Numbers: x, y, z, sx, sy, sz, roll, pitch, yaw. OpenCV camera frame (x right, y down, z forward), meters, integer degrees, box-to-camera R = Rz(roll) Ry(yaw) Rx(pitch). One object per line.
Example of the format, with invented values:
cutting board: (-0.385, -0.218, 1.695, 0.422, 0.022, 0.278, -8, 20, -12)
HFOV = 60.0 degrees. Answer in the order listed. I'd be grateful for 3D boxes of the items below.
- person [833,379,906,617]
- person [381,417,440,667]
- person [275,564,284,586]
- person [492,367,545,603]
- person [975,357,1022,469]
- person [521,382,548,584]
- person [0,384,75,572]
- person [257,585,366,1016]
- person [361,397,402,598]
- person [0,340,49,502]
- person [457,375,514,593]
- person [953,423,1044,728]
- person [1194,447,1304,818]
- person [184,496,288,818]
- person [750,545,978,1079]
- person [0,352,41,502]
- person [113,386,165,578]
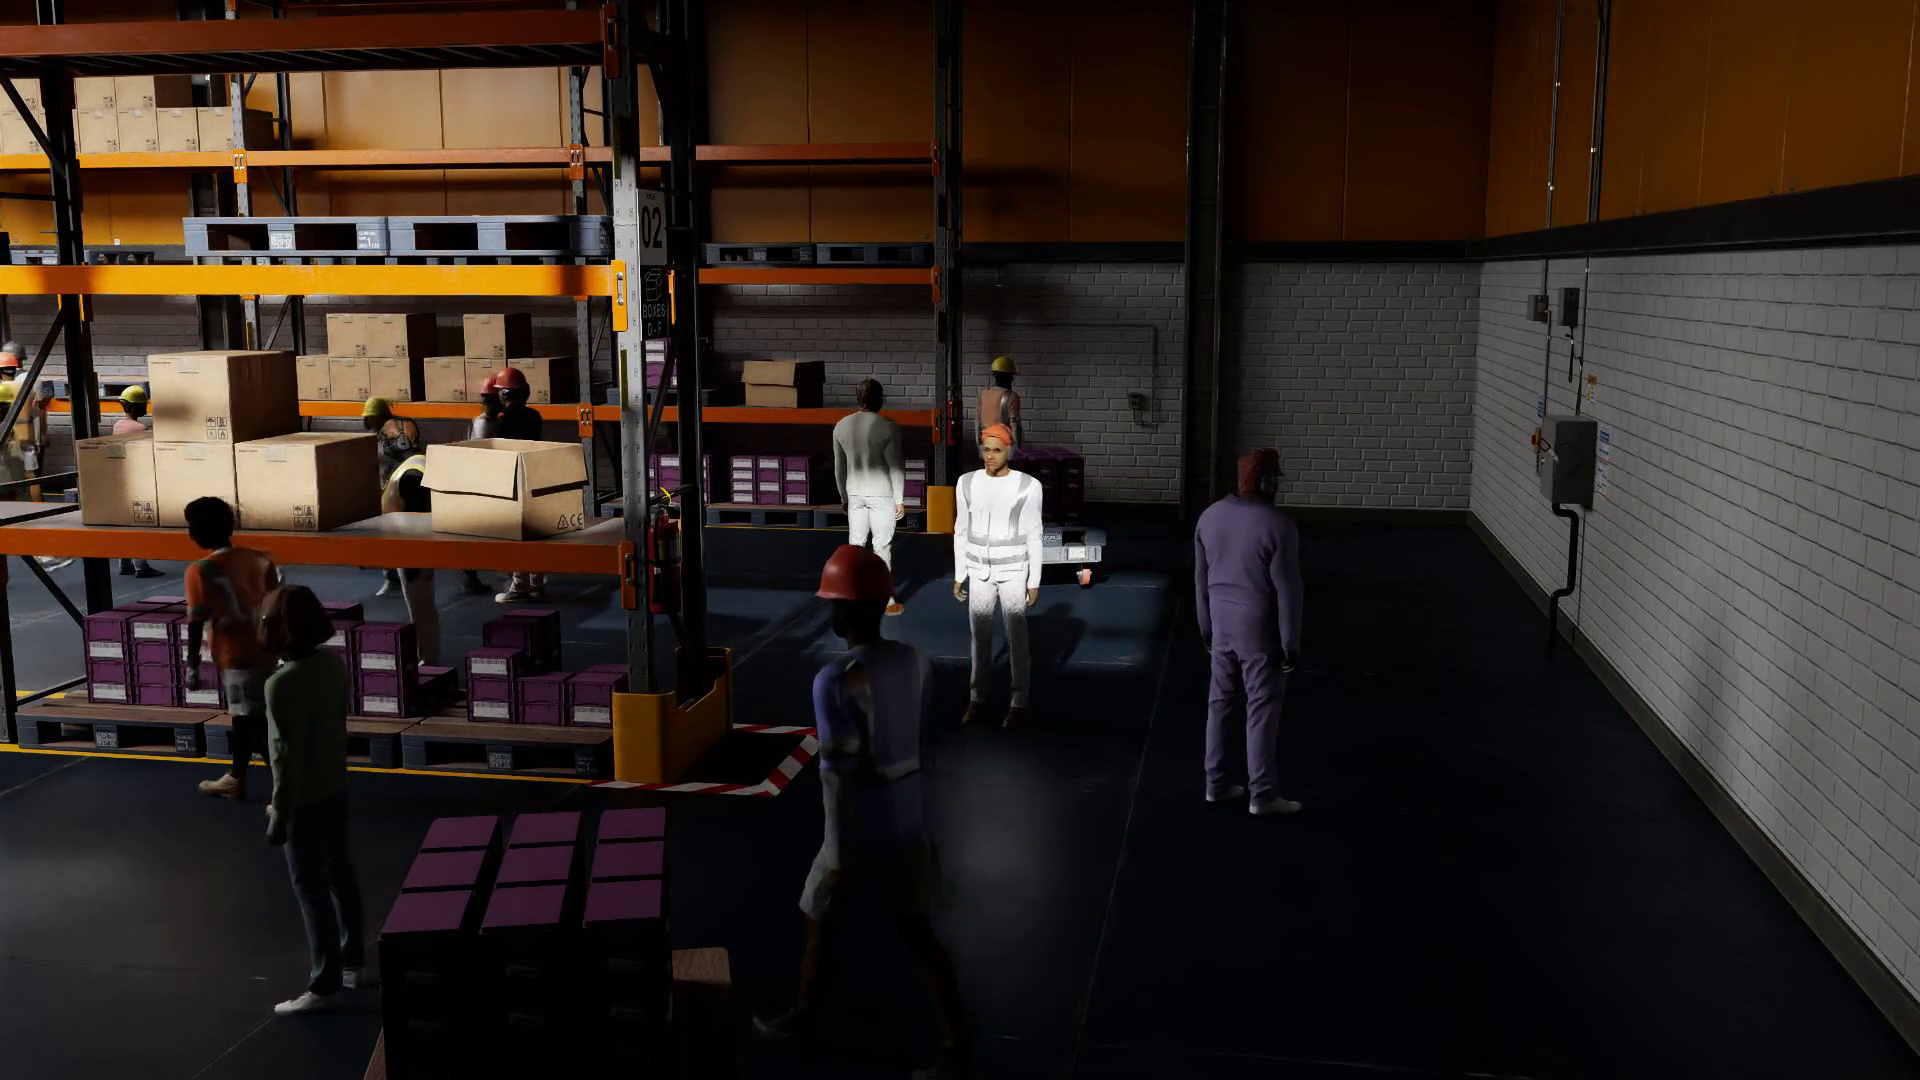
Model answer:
person: (-0.722, -0.339, 13.503, 0.631, 1.940, 0.372, 4, 10, 25)
person: (-3.687, 0.092, 11.164, 0.429, 1.835, 0.626, -4, 10, -22)
person: (-5.273, -0.097, 12.339, 0.605, 1.829, 0.404, -7, 12, -37)
person: (-3.755, -0.463, 14.094, 0.379, 1.996, 0.611, 3, 10, 16)
person: (0.420, -0.937, 17.266, 0.587, 1.922, 0.383, 9, 13, 43)
person: (-3.887, -0.515, 14.828, 0.330, 1.866, 0.512, -5, 10, -26)
person: (-8.758, -0.539, 15.251, 0.950, 1.779, 0.599, -2, 9, -10)
person: (-2.460, 0.975, 6.292, 0.265, 1.632, 0.507, 1, 9, 5)
person: (-5.010, -0.363, 14.317, 0.488, 1.726, 0.595, 7, 11, 35)
person: (-10.671, -1.258, 18.889, 0.682, 2.000, 0.535, 1, 9, 5)
person: (-4.073, -0.465, 14.383, 0.661, 1.910, 0.565, -1, 9, -8)
person: (0.234, 0.218, 10.250, 0.579, 1.877, 0.345, 4, 10, 23)
person: (1.517, 0.469, 8.594, 0.403, 1.906, 0.651, -8, 12, -39)
person: (-3.705, 0.597, 8.520, 0.818, 1.649, 0.551, 3, 10, 16)
person: (-0.303, 0.953, 5.675, 0.999, 1.884, 0.572, 7, 12, 39)
person: (-10.289, -1.074, 18.075, 0.377, 1.932, 0.552, 6, 11, 32)
person: (-7.561, -0.535, 15.292, 0.522, 1.758, 0.350, 7, 11, 35)
